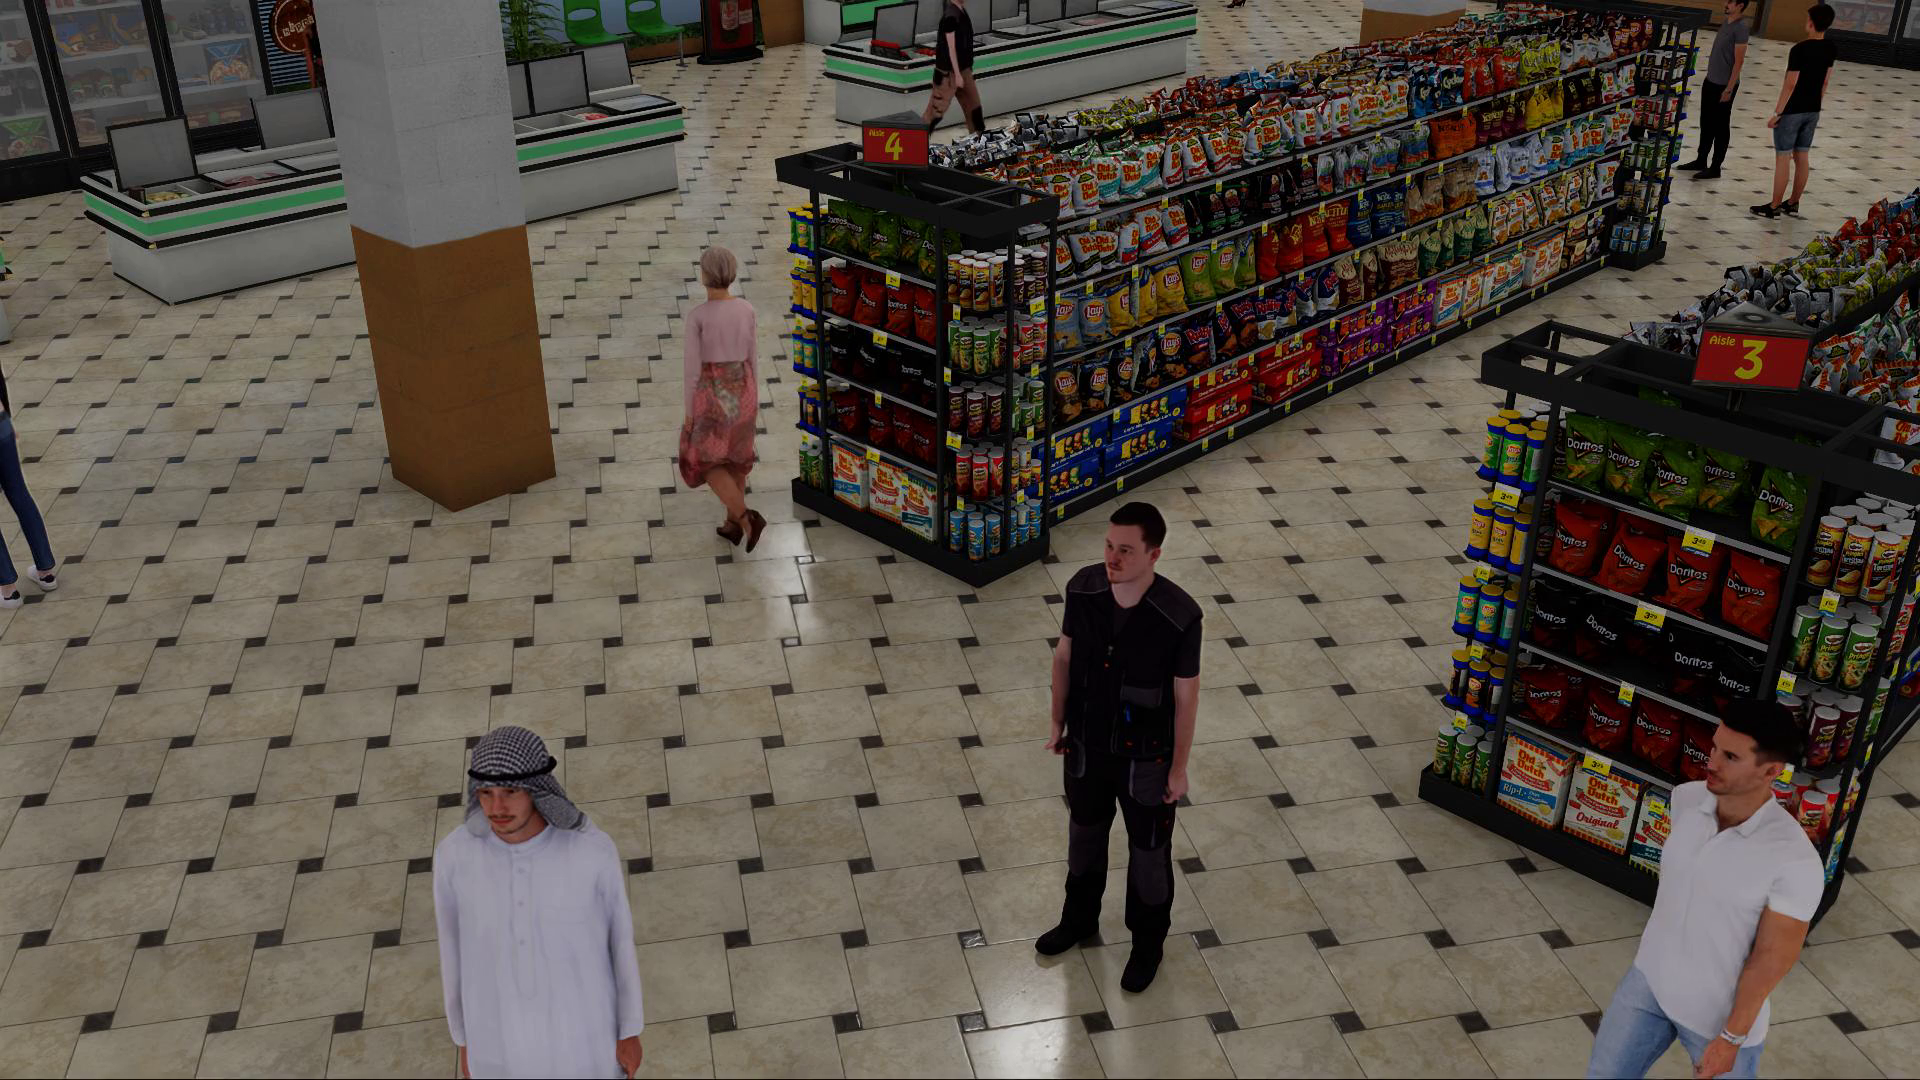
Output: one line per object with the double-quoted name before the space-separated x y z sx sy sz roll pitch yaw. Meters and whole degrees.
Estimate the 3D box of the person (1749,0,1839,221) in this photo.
"person" 7.390 -3.763 14.625 0.654 1.846 0.800 -9 28 -18

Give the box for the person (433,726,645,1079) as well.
"person" -1.115 1.327 4.498 0.783 1.927 0.860 -3 27 -5

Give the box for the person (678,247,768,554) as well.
"person" -1.194 -0.683 8.739 0.765 1.676 0.717 -21 34 -35

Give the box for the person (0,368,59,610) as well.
"person" -4.895 -0.510 8.275 0.698 1.787 0.552 14 30 26

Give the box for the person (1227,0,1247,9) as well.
"person" 4.167 -8.837 24.701 0.660 1.781 0.494 20 33 34

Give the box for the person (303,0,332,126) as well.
"person" -6.074 -4.432 16.105 0.599 1.699 0.712 -11 29 -20

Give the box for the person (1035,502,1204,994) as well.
"person" 0.567 0.710 5.803 0.753 1.846 0.652 17 31 30

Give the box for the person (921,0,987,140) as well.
"person" -0.160 -4.558 16.259 1.112 1.785 1.245 9 28 17

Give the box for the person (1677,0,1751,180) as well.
"person" 7.309 -4.382 15.946 0.743 1.755 0.695 -2 27 -3

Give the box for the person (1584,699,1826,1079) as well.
"person" 2.166 1.272 4.710 1.245 1.833 0.952 -12 29 -22
